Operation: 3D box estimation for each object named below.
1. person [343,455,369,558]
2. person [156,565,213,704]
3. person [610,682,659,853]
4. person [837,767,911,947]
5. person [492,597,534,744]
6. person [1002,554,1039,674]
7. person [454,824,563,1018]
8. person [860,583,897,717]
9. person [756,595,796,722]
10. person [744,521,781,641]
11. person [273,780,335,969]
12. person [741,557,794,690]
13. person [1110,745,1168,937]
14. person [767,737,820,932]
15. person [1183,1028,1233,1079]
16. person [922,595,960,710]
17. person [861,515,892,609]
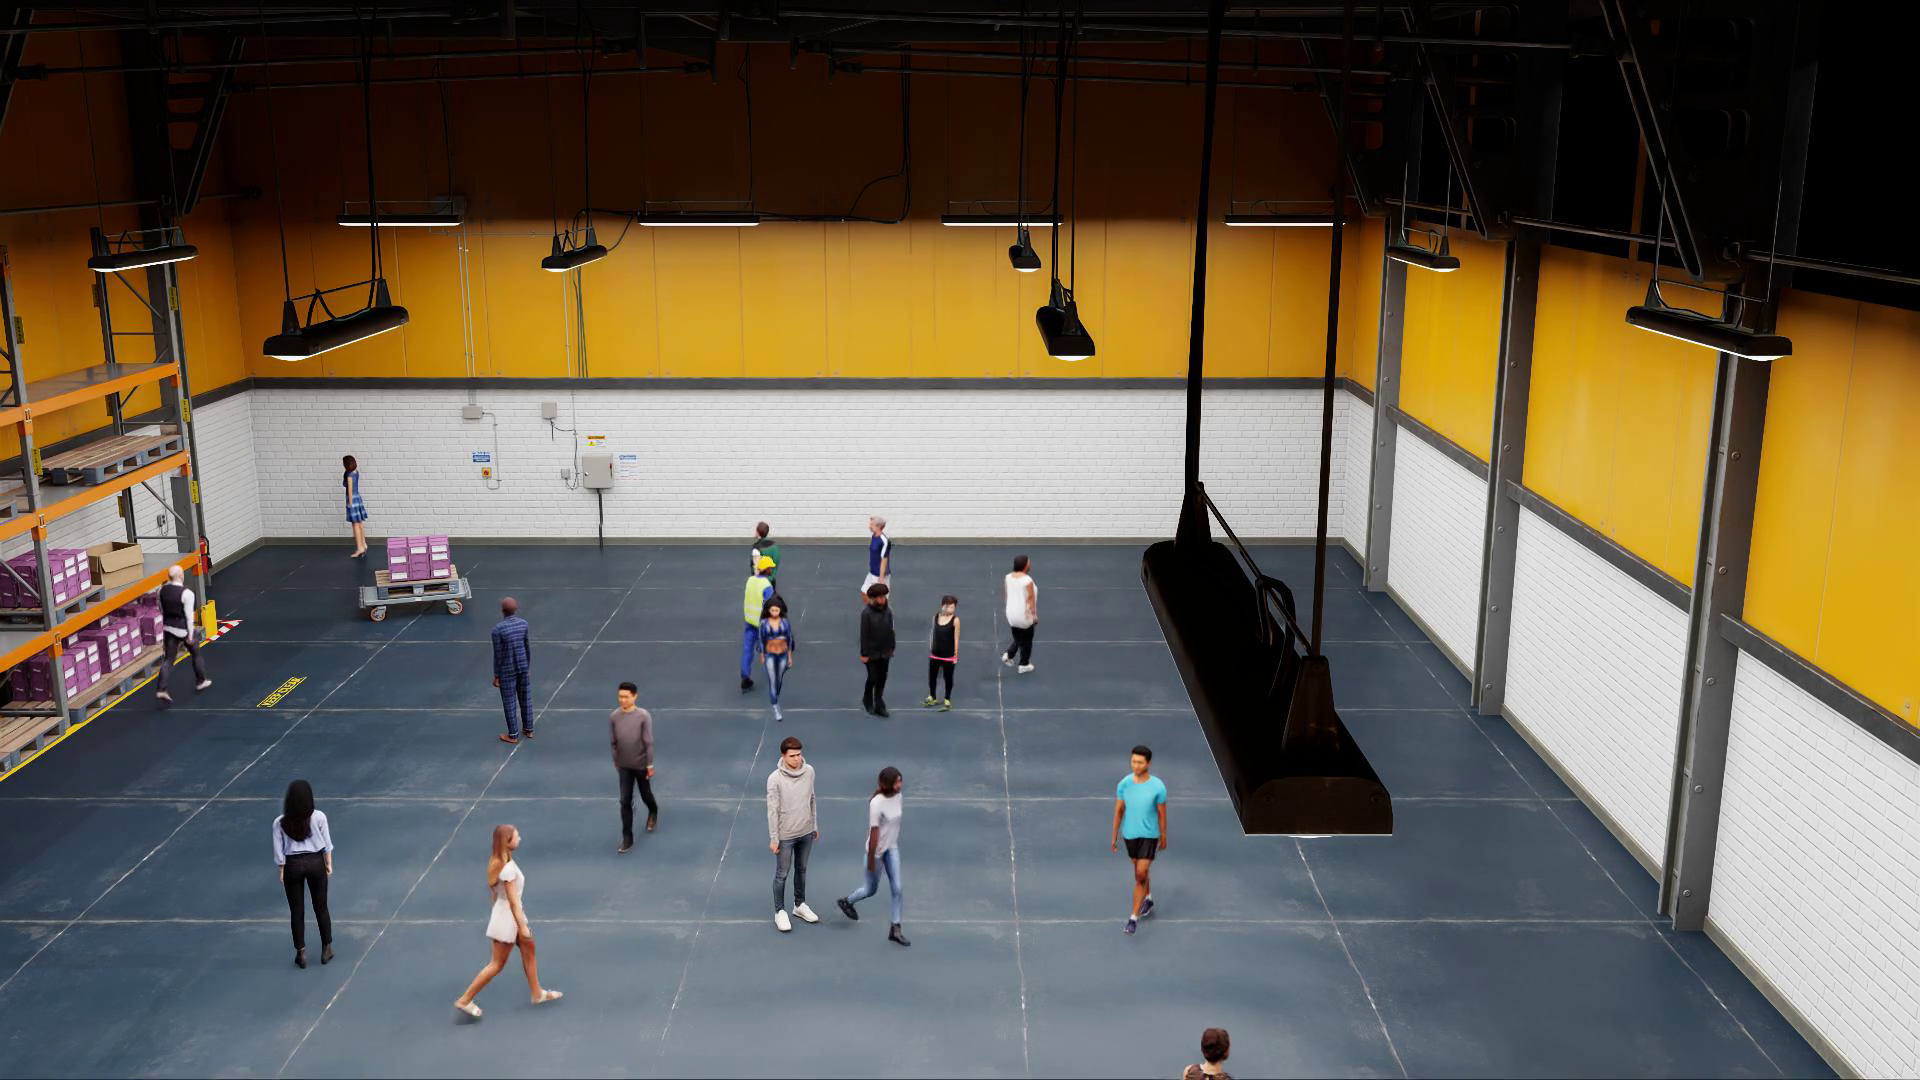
[{"bbox_3d":[-10.726,-0.611,29.410,0.761,1.802,0.552,-2,14,-7],"label":"person"},{"bbox_3d":[-10.264,1.268,21.716,0.772,1.771,1.292,1,14,6],"label":"person"},{"bbox_3d":[-3.367,2.324,17.418,1.135,1.740,0.773,0,14,0],"label":"person"},{"bbox_3d":[-0.782,2.873,15.278,1.086,1.681,1.070,11,17,37],"label":"person"},{"bbox_3d":[-5.464,1.571,20.362,0.817,1.819,0.751,12,18,42],"label":"person"},{"bbox_3d":[0.811,1.029,22.907,0.868,1.675,0.798,-10,17,-36],"label":"person"},{"bbox_3d":[-3.873,3.215,13.907,0.922,1.661,1.126,-5,15,-21],"label":"person"},{"bbox_3d":[-1.115,1.386,21.241,0.777,1.763,0.821,-10,17,-35],"label":"person"},{"bbox_3d":[-2.346,1.494,21.209,0.793,1.569,1.104,-3,14,-14],"label":"person"},{"bbox_3d":[-2.803,0.644,24.165,0.869,1.831,0.792,9,16,33],"label":"person"},{"bbox_3d":[-5.833,2.957,14.802,0.724,1.742,0.697,-6,15,-22],"label":"person"},{"bbox_3d":[-2.751,1.142,22.269,1.068,1.754,1.300,7,15,27],"label":"person"},{"bbox_3d":[1.726,2.761,15.626,0.937,1.735,1.167,6,15,25],"label":"person"},{"bbox_3d":[-1.565,2.713,15.576,0.759,1.852,0.789,-11,17,-37],"label":"person"},{"bbox_3d":[1.545,3.981,10.797,1.006,1.635,1.146,10,17,36],"label":"person"},{"bbox_3d":[-0.223,1.442,21.508,0.714,1.531,0.672,10,17,35],"label":"person"},{"bbox_3d":[-1.129,0.497,24.778,0.827,1.827,0.726,-8,16,-29],"label":"person"}]
